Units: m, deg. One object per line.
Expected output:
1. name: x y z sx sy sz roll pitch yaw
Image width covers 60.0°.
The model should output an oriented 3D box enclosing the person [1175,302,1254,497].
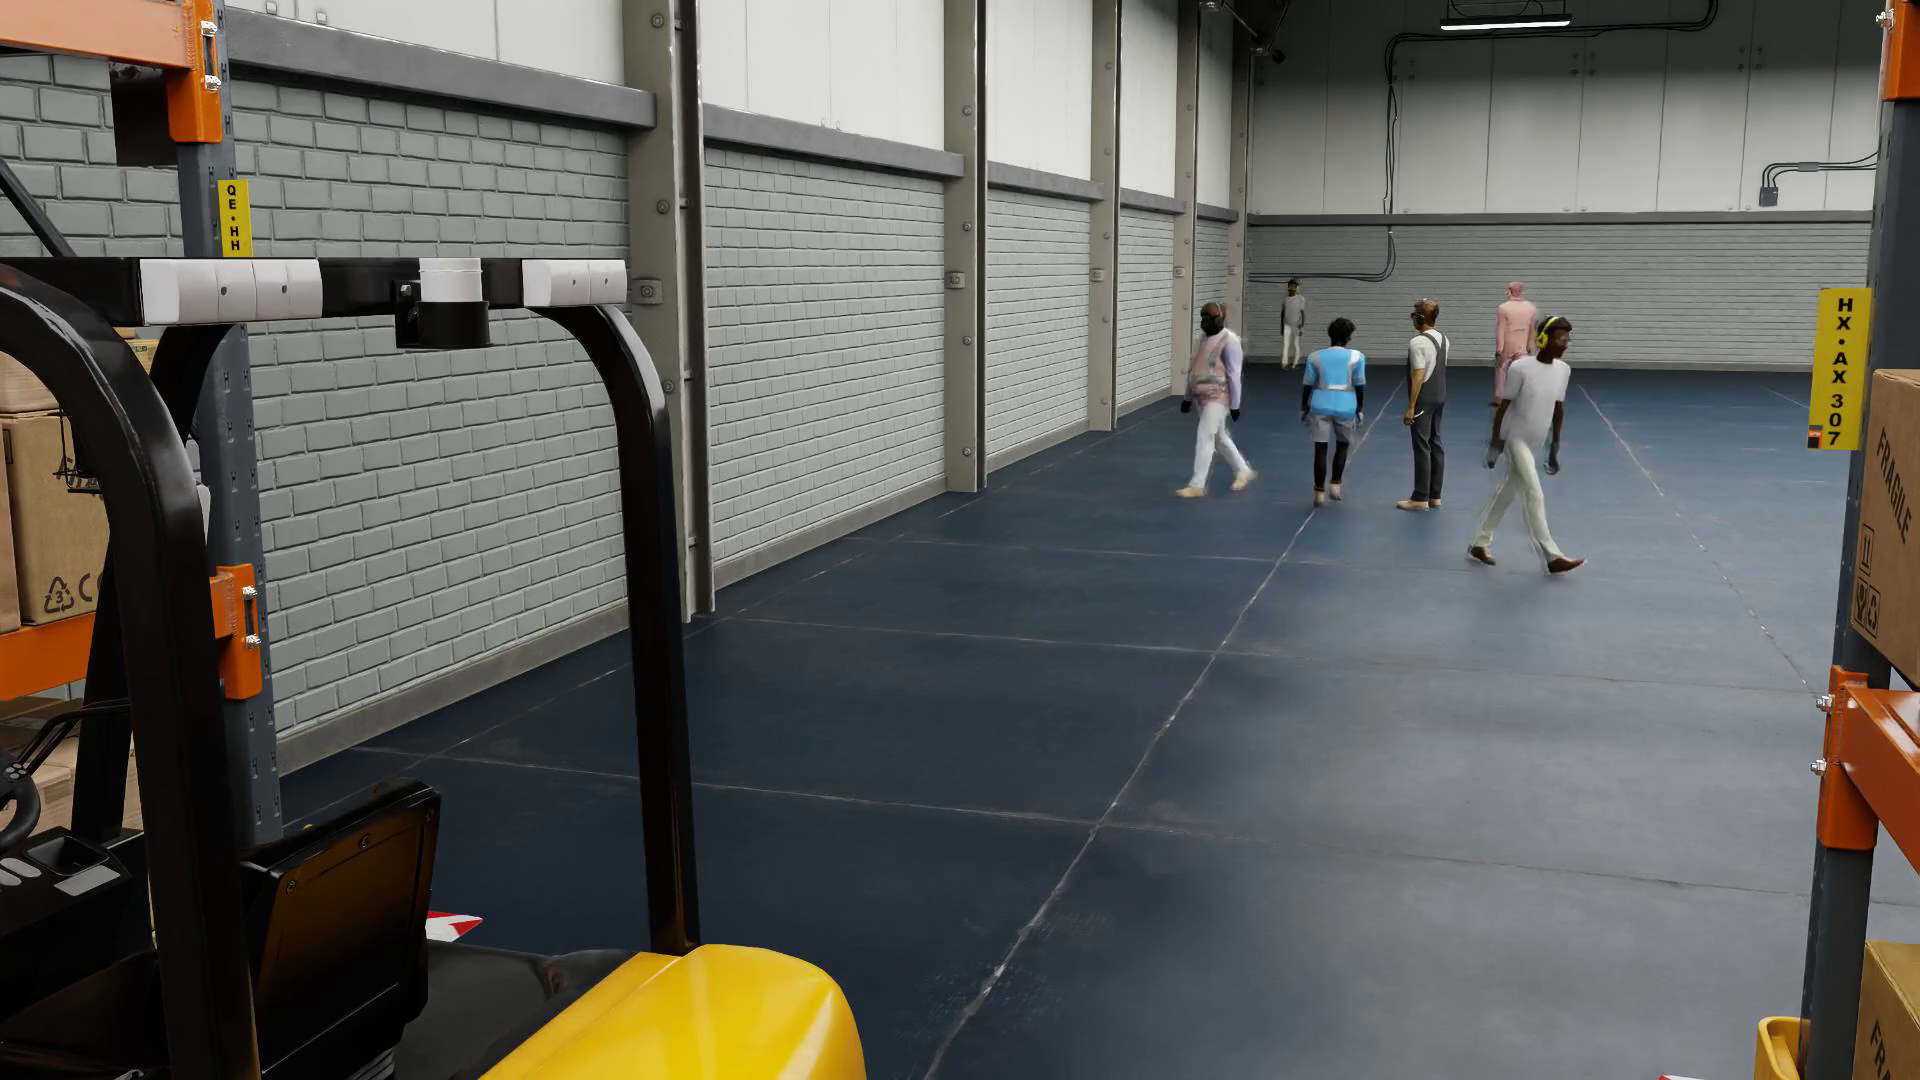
1. person: 2.410 -1.312 15.467 0.903 1.809 0.626 -4 10 -21

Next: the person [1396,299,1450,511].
1. person: 4.053 -1.175 14.519 0.506 1.846 0.349 -9 13 -42

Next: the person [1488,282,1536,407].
1. person: 8.181 -2.863 24.498 0.653 1.875 0.900 -2 10 -14

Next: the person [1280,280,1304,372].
1. person: 6.549 -4.224 32.821 0.528 1.798 1.046 4 10 23

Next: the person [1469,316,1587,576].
1. person: 3.983 -0.661 11.636 0.502 1.791 1.003 -6 11 -30

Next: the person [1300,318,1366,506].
1. person: 3.325 -1.146 14.857 0.577 1.658 0.585 3 10 16
